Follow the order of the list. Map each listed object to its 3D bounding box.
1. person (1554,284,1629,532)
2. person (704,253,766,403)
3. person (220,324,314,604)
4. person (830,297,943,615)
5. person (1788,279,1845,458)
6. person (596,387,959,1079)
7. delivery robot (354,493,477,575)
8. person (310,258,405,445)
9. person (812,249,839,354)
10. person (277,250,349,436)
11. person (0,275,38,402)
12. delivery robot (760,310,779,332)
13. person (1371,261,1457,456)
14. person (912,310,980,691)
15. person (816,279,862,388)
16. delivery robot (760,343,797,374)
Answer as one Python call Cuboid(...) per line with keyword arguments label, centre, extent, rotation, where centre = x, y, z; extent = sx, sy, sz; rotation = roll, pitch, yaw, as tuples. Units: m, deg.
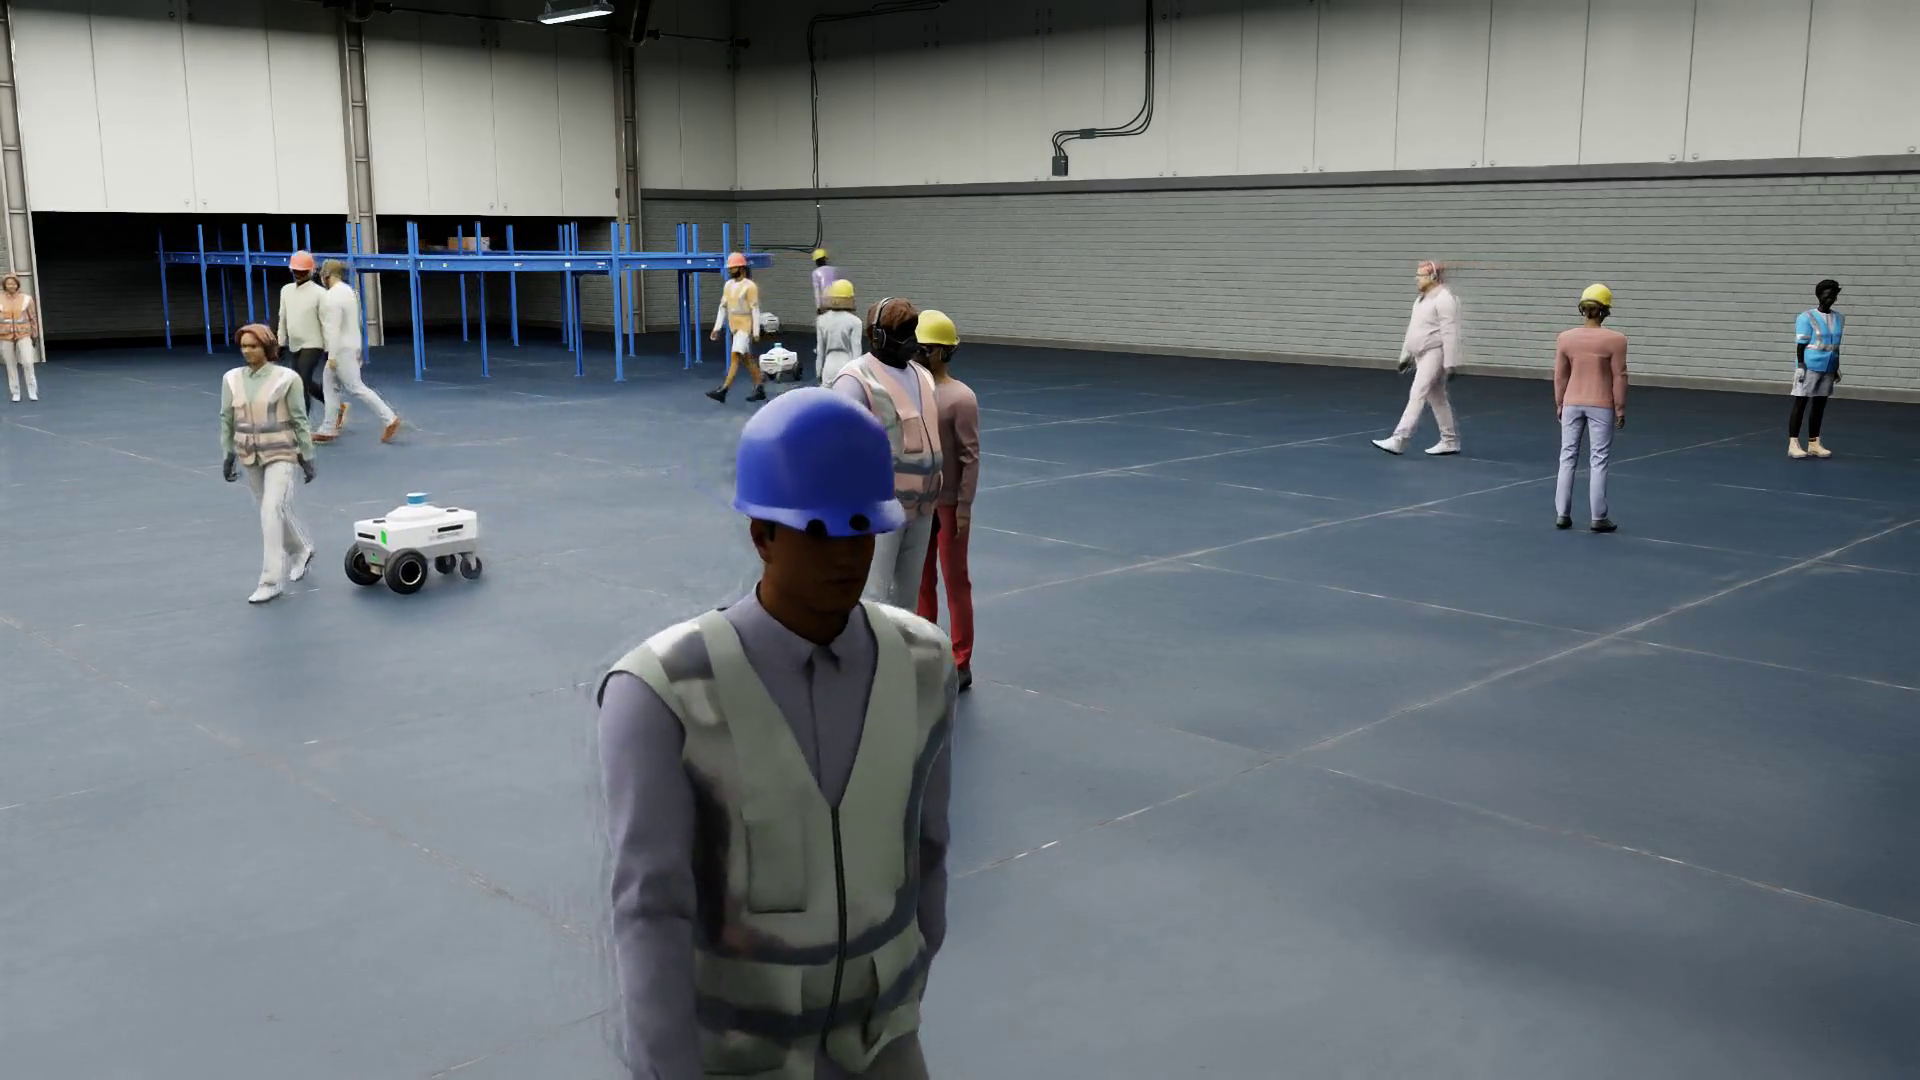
Cuboid(label="person", centre=(4.530, -0.950, 11.960), extent=(0.524, 1.769, 0.309), rotation=(9, 14, 41))
Cuboid(label="person", centre=(-2.844, -2.672, 21.015), extent=(1.001, 1.879, 0.548), rotation=(-9, 14, -41))
Cuboid(label="person", centre=(-4.089, -0.490, 9.903), extent=(0.529, 1.608, 0.810), rotation=(2, 11, 11))
Cuboid(label="person", centre=(-0.288, -0.140, 7.336), extent=(0.429, 1.844, 0.627), rotation=(7, 12, 33))
Cuboid(label="person", centre=(8.182, -1.634, 15.871), extent=(0.532, 1.697, 0.322), rotation=(-3, 11, -16))
Cuboid(label="person", centre=(-0.195, 0.737, 2.391), extent=(0.605, 1.892, 0.999), rotation=(-6, 12, -30))
Cuboid(label="delivery robot", centre=(-3.321, -0.044, 10.183), extent=(0.477, 0.478, 0.707), rotation=(8, 13, 37))
Cuboid(label="person", centre=(-6.182, -1.916, 16.911), extent=(0.982, 1.895, 0.640), rotation=(-1, 10, -7))
Cuboid(label="person", centre=(-2.321, -4.211, 29.454), extent=(0.624, 1.875, 0.906), rotation=(-8, 13, -36))
Cuboid(label="person", centre=(-6.796, -2.049, 17.432), extent=(0.622, 1.960, 0.889), rotation=(5, 12, 27))
Cuboid(label="person", centre=(-11.974, -2.538, 21.058), extent=(0.536, 1.610, 0.768), rotation=(-6, 12, -28))
Cuboid(label="delivery robot", centre=(-4.078, -4.637, 35.230), extent=(0.477, 0.478, 0.707), rotation=(-4, 11, -21))
Cuboid(label="person", centre=(4.395, -1.730, 15.950), extent=(0.978, 1.859, 0.677), rotation=(-1, 10, -5))
Cuboid(label="person", centre=(-0.127, -0.179, 7.747), extent=(0.308, 1.772, 0.526), rotation=(-10, 14, -44))
Cuboid(label="person", centre=(-1.129, -1.537, 15.300), extent=(0.494, 1.712, 0.796), rotation=(5, 11, 24))
Cuboid(label="delivery robot", centre=(-2.646, -2.622, 24.238), extent=(0.477, 0.478, 0.707), rotation=(3, 11, 16))
